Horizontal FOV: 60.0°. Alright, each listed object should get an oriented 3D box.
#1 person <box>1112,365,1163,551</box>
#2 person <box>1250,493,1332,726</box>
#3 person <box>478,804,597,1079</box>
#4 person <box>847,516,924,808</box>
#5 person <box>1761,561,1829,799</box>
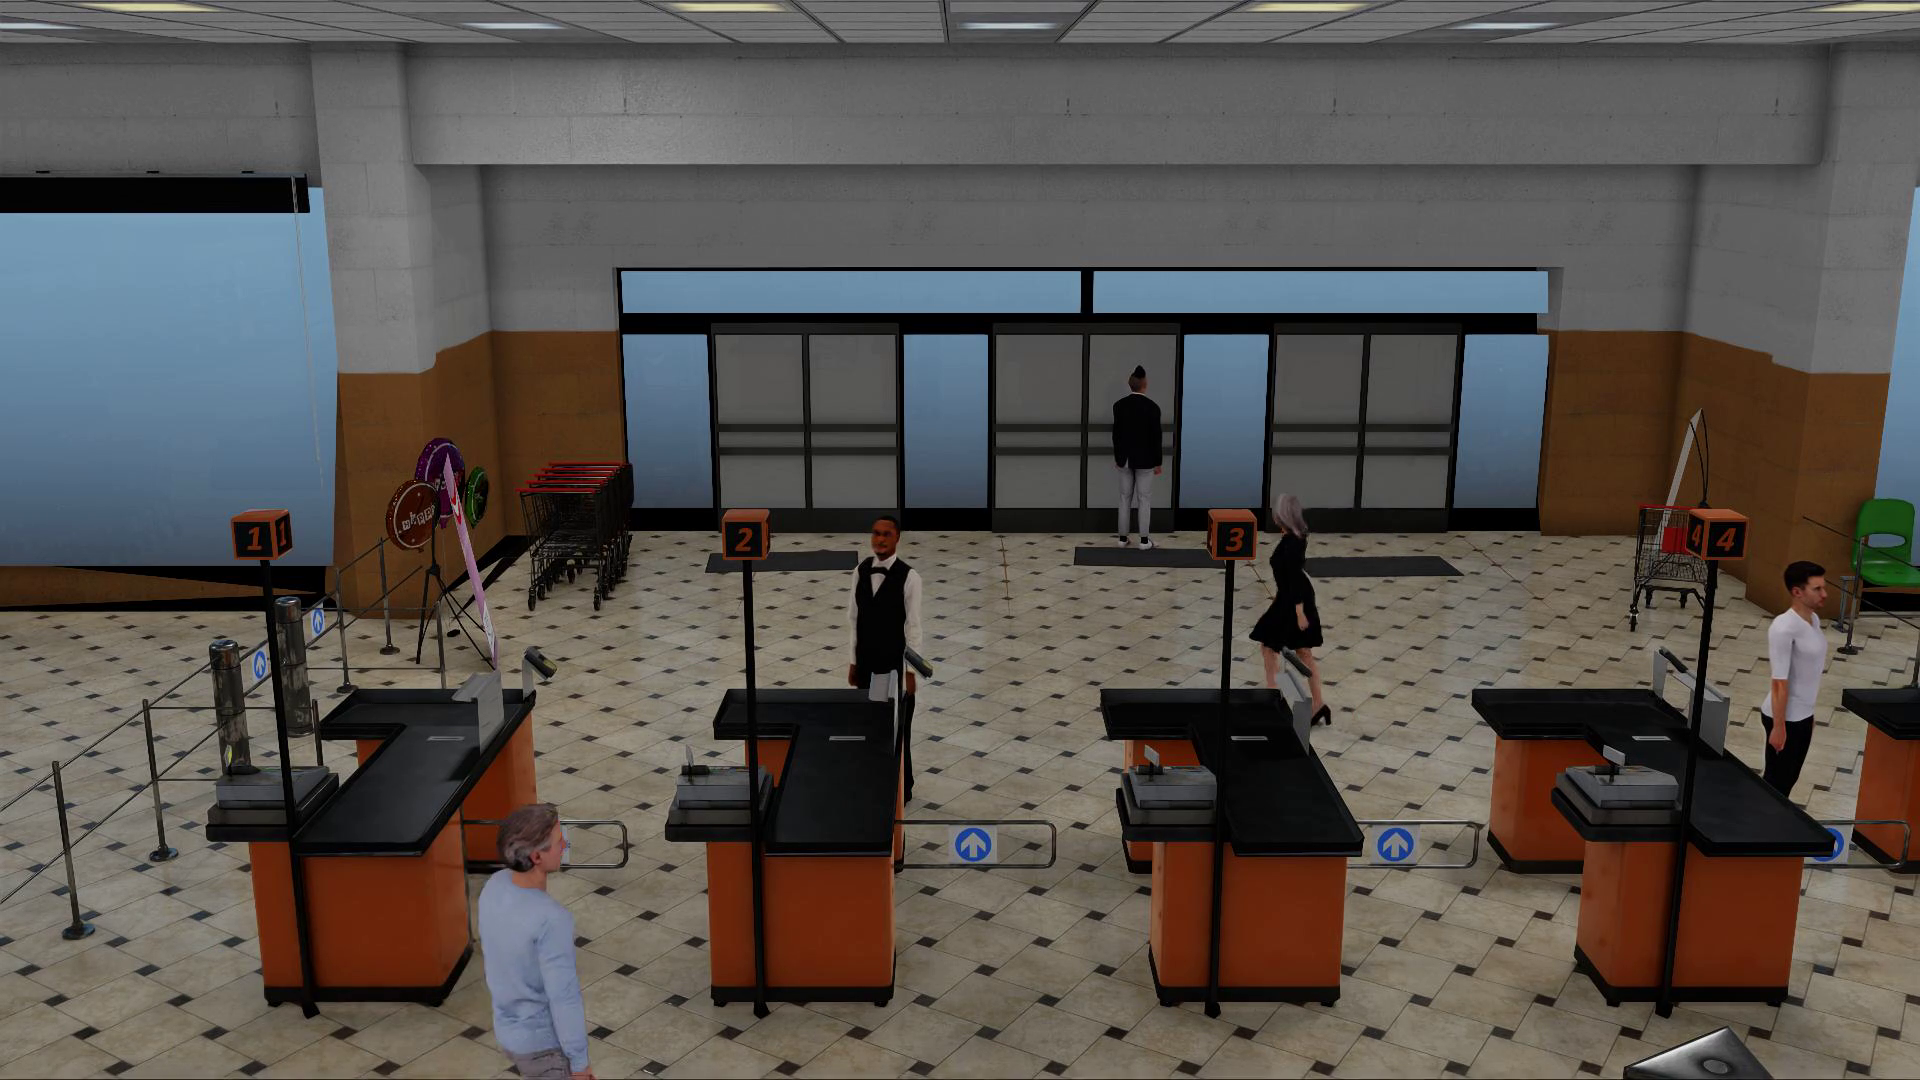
[{"bbox_3d":[1.843,-0.868,17.388,0.795,1.948,0.780,7,15,27],"label":"person"},{"bbox_3d":[2.491,0.537,12.092,0.819,1.715,0.850,3,14,14],"label":"person"},{"bbox_3d":[-1.632,1.884,6.185,1.030,1.880,0.985,-12,18,-40],"label":"person"},{"bbox_3d":[-0.477,0.774,10.683,0.782,1.917,0.789,9,16,32],"label":"person"},{"bbox_3d":[4.889,1.021,9.808,0.742,1.851,0.797,-13,19,-43],"label":"person"}]
